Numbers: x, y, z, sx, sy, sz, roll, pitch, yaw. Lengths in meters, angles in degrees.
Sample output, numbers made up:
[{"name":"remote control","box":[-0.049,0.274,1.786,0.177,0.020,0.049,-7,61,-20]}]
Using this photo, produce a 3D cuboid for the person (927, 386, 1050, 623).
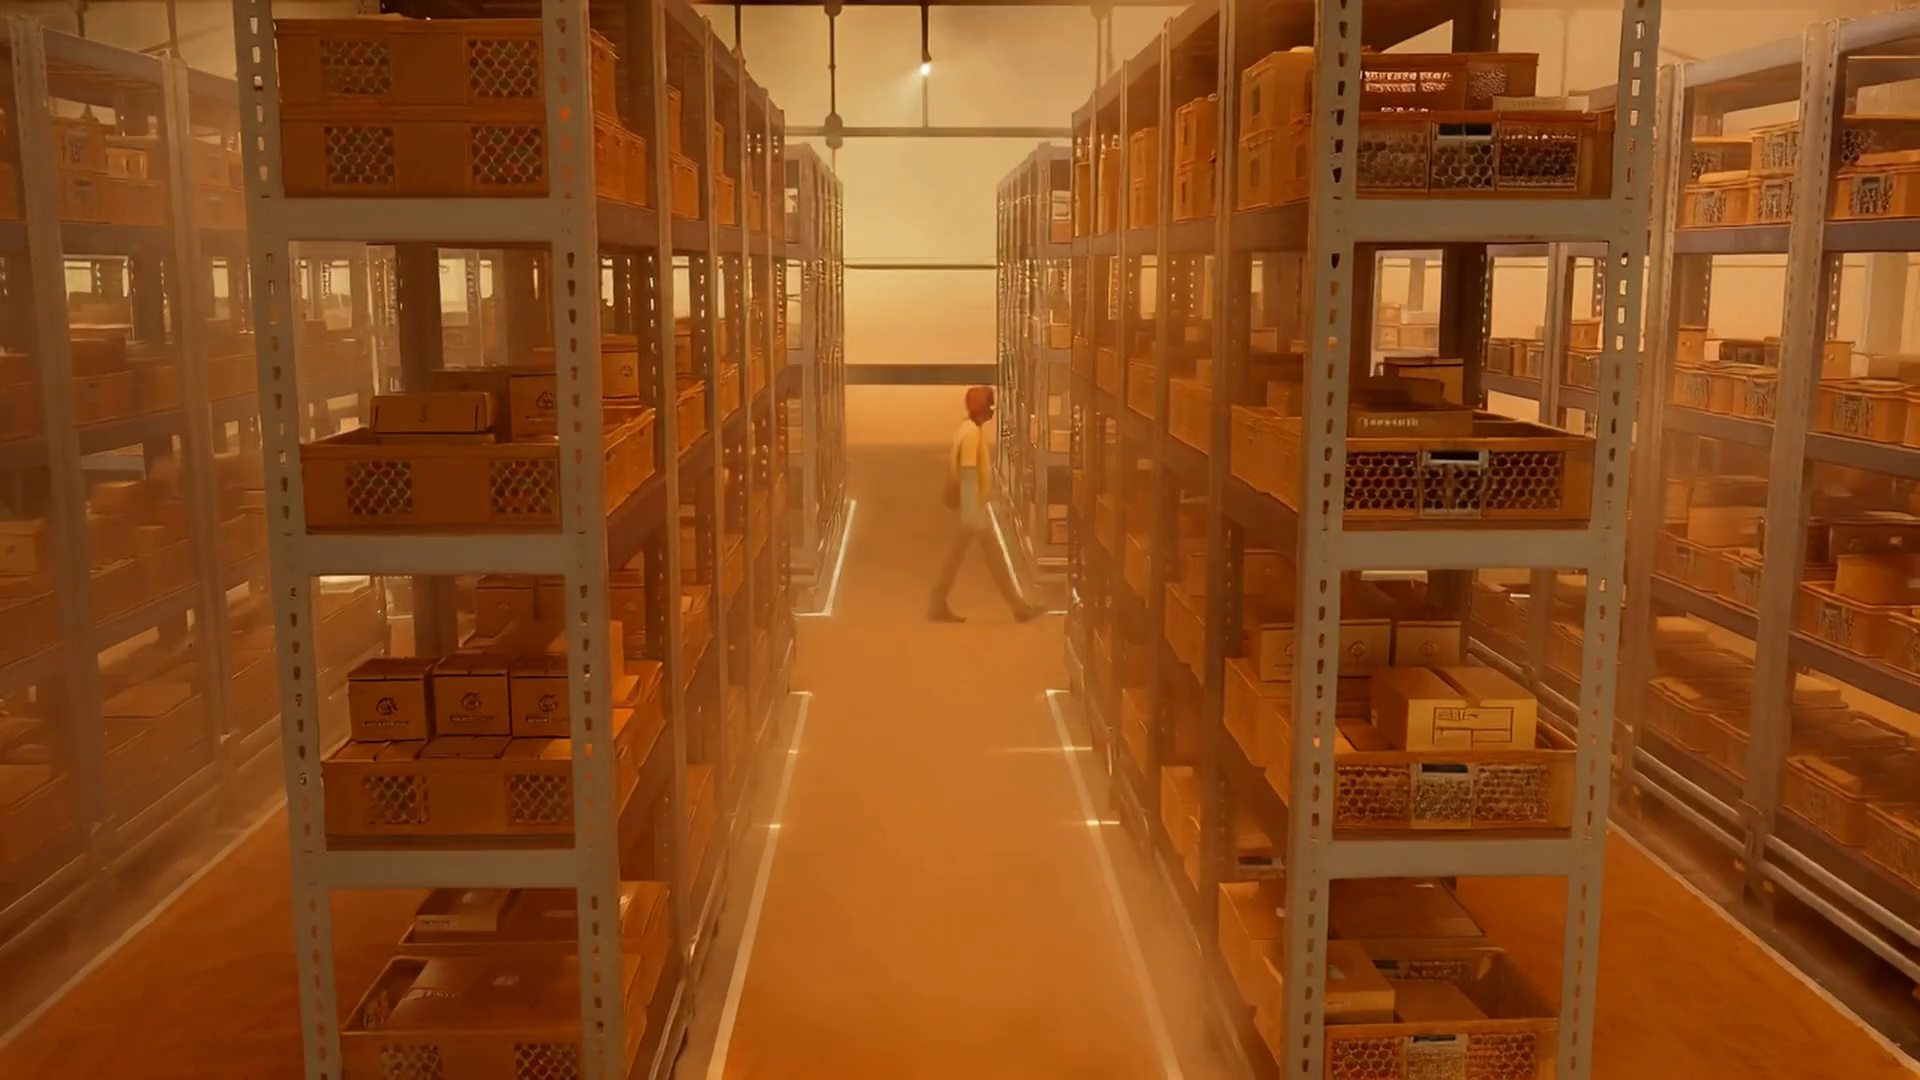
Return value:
[{"name":"person","box":[0.185,-0.253,12.455,0.950,1.792,0.594,0,9,-3]}]
